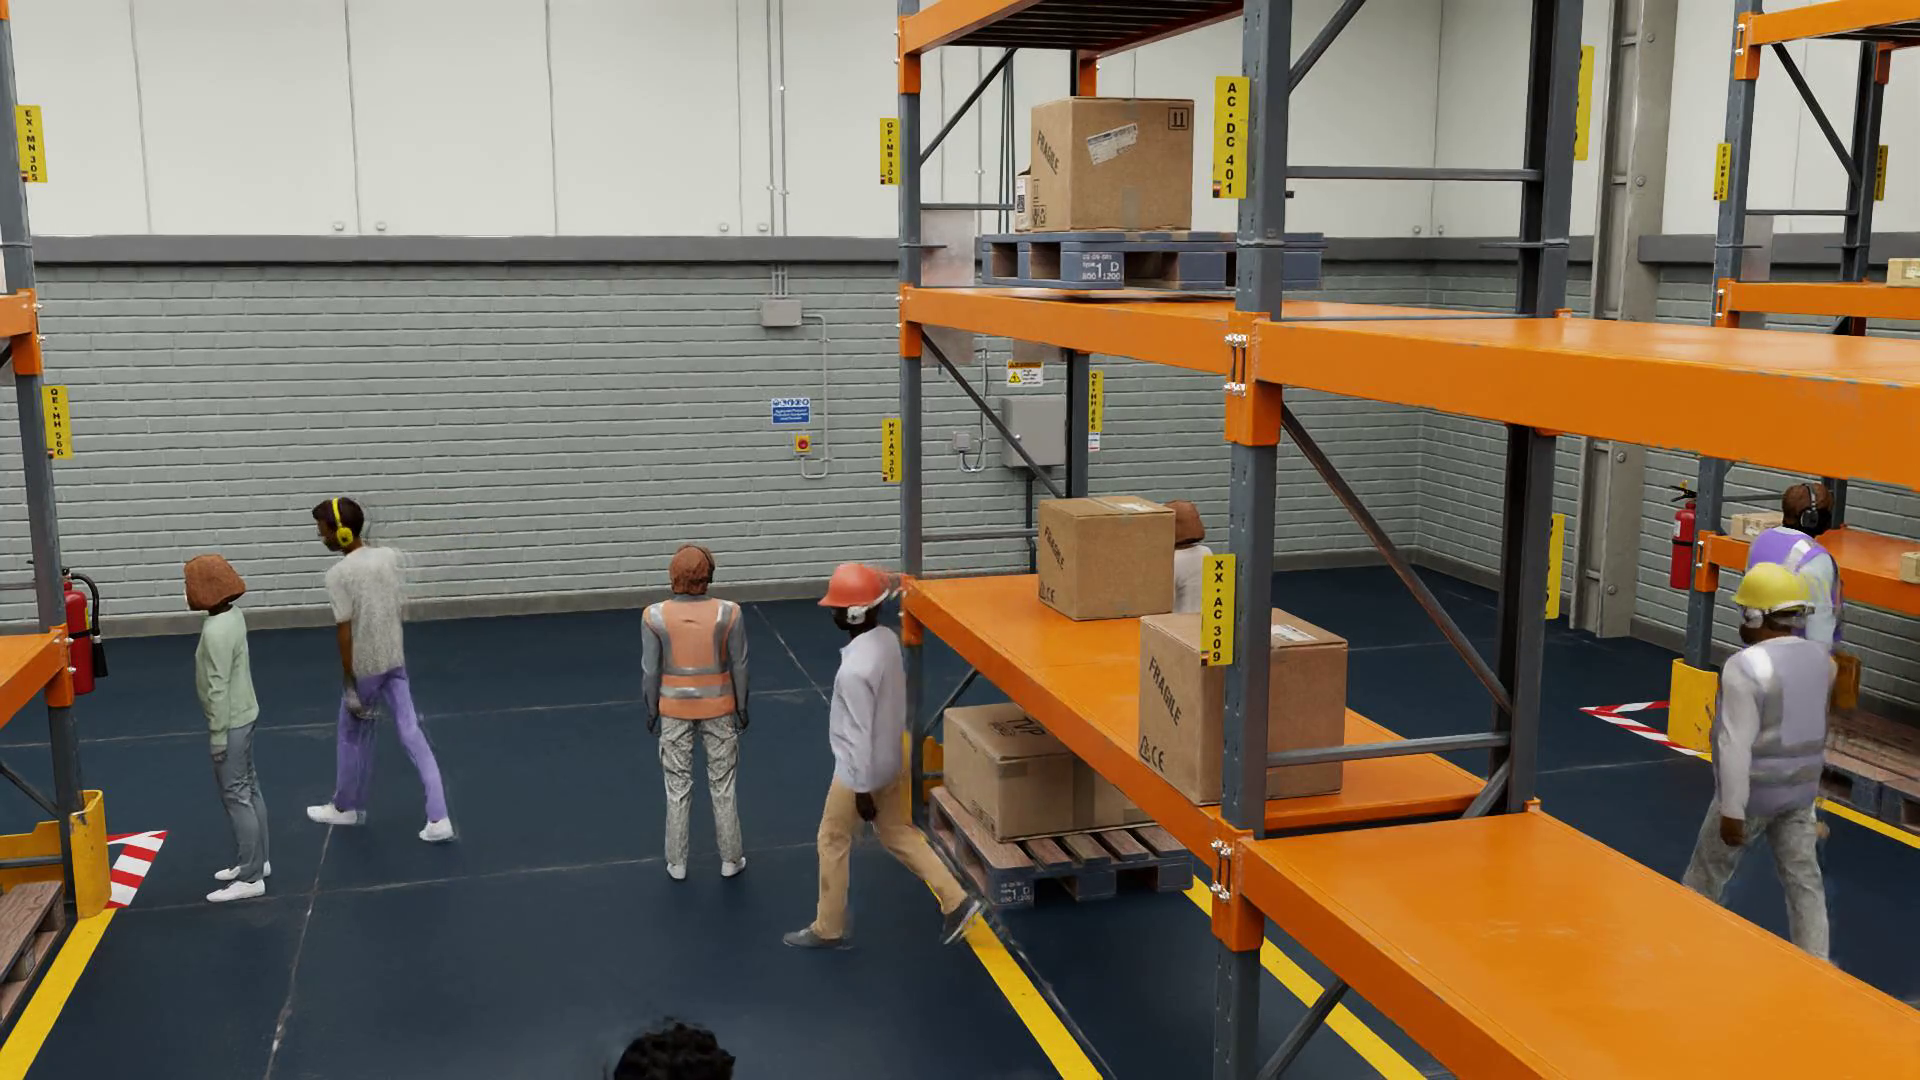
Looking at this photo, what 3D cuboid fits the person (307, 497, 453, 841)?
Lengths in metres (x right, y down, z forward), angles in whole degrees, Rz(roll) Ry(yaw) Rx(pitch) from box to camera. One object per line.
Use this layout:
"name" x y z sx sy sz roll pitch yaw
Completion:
"person" -2.998 0.662 8.510 1.005 1.805 0.553 6 12 31

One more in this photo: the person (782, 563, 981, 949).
"person" -0.335 0.940 7.131 0.795 1.723 0.563 3 10 16

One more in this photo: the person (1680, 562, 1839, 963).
"person" 3.204 0.974 6.746 0.624 1.783 0.909 -4 11 -23

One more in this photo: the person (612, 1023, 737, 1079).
"person" -0.452 1.689 2.994 0.551 1.666 0.749 -8 13 -38

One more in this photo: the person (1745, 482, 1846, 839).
"person" 4.334 0.612 8.649 0.429 1.842 0.636 -1 10 -4

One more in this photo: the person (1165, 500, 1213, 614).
"person" 1.242 0.583 9.404 0.278 1.635 0.498 9 13 41

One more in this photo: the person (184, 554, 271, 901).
"person" -3.440 0.868 7.810 0.277 1.627 0.502 -3 10 -16

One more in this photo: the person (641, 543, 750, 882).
"person" -1.260 0.832 7.970 0.514 1.642 0.310 -1 10 -5
